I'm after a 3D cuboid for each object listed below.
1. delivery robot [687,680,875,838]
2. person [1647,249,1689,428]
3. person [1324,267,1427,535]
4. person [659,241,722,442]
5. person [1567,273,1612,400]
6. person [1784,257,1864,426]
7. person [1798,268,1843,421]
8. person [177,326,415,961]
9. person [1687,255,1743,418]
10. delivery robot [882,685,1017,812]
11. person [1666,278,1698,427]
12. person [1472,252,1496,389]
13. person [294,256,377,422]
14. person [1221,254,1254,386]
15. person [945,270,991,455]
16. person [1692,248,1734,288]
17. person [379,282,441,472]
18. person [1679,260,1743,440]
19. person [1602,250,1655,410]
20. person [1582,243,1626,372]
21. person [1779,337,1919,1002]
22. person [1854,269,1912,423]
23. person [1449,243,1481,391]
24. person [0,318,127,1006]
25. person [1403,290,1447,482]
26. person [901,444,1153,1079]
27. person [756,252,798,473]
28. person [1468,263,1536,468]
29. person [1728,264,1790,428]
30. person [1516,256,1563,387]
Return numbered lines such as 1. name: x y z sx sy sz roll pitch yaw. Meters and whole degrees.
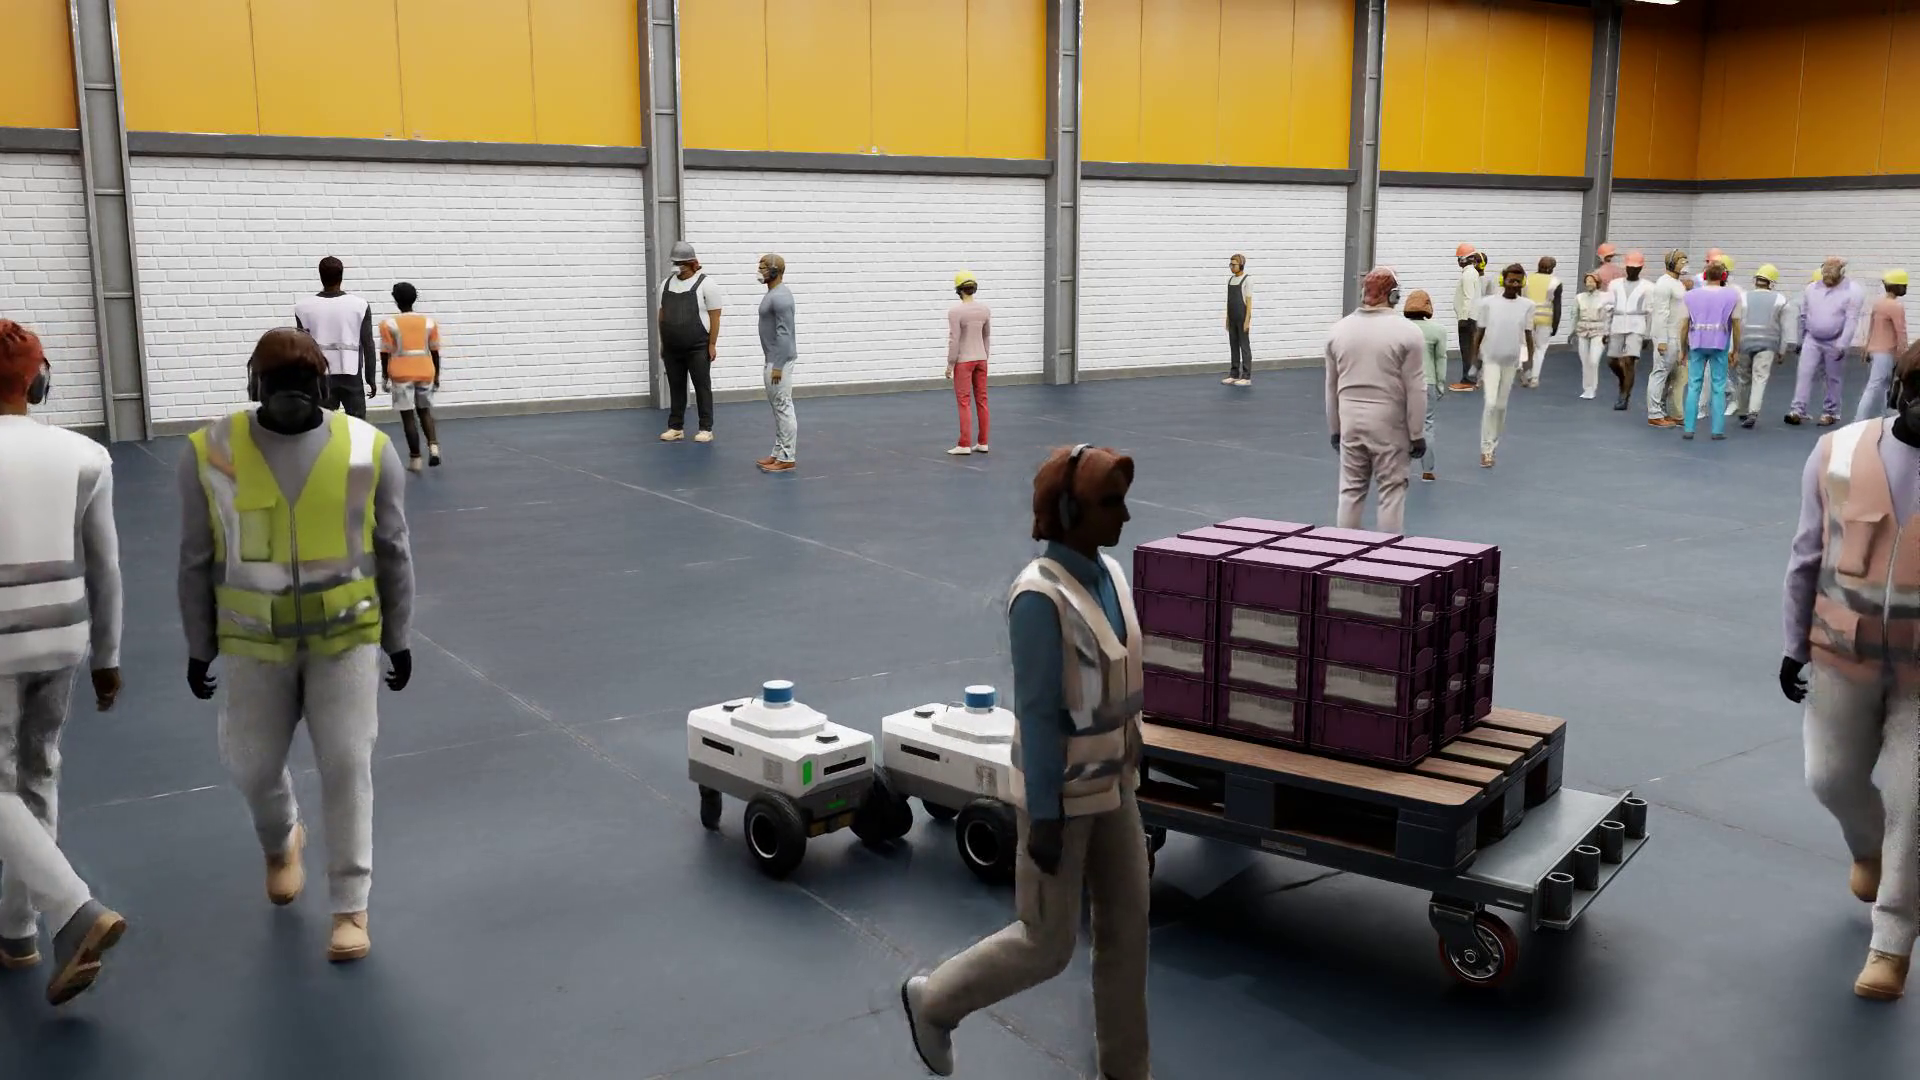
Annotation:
1. delivery robot: -0.623 0.726 5.711 0.477 0.478 0.707 -10 14 -44
2. person: 7.750 -2.196 18.188 0.363 1.939 0.636 8 13 36
3. person: 2.490 -0.673 9.969 0.645 1.897 0.406 9 14 42
4. person: -2.788 -2.012 16.902 0.684 2.000 0.535 4 11 21
5. person: 8.054 -2.606 21.314 0.545 1.614 0.630 9 14 41
6. person: 9.381 -2.135 18.098 0.696 1.842 0.984 10 14 43
7. person: 9.736 -2.197 18.795 0.540 1.714 0.445 9 14 41
8. person: -1.938 0.286 4.899 0.649 1.824 0.631 -4 11 -21
9. person: 8.763 -2.338 19.163 0.941 1.888 0.593 -5 11 -24
10. delivery robot: 0.066 0.738 5.648 0.707 0.478 0.477 9 14 42
11. person: 7.927 -2.059 18.298 0.453 1.625 0.520 6 12 31
12. person: 7.082 -2.994 22.795 0.328 1.857 0.517 -6 12 -28
13. person: -5.021 -1.309 13.444 0.594 1.898 0.388 -3 11 -15
14. person: 3.908 -3.085 23.348 0.334 1.841 0.506 -6 12 -31
15. person: 0.071 -1.688 15.905 0.522 1.761 0.327 -9 14 -41
16. person: 10.284 -3.040 22.859 0.570 1.919 0.650 3 11 16
17. person: -4.872 -1.440 14.738 0.534 1.685 0.366 -9 13 -39
18. person: 7.676 -1.938 17.039 0.570 1.840 0.372 5 12 27
19. person: 8.093 -2.539 20.110 0.566 1.922 0.655 8 13 38
20. person: 9.827 -3.512 25.286 0.628 1.981 0.647 -4 11 -22
21. person: 2.681 0.320 4.711 0.627 1.826 0.711 9 14 41
22. person: 9.749 -1.940 17.324 0.784 1.731 0.542 1 10 6
23. person: 6.836 -3.014 22.527 0.391 1.989 0.621 4 11 22
24. person: -2.542 0.332 4.576 0.776 1.859 0.634 6 12 31
25. person: 3.871 -1.307 14.157 0.502 1.631 0.285 3 11 14
26. person: 0.207 0.574 3.872 0.650 1.617 0.524 6 12 30
27. person: -1.626 -1.566 14.734 0.371 1.941 0.627 -2 11 -12
28. person: 4.895 -1.559 14.970 0.538 1.835 0.777 1 10 4
29. person: 8.757 -2.128 18.262 0.603 1.784 0.924 5 12 28
30. person: 7.940 -2.995 22.899 0.650 1.823 0.533 7 12 33
